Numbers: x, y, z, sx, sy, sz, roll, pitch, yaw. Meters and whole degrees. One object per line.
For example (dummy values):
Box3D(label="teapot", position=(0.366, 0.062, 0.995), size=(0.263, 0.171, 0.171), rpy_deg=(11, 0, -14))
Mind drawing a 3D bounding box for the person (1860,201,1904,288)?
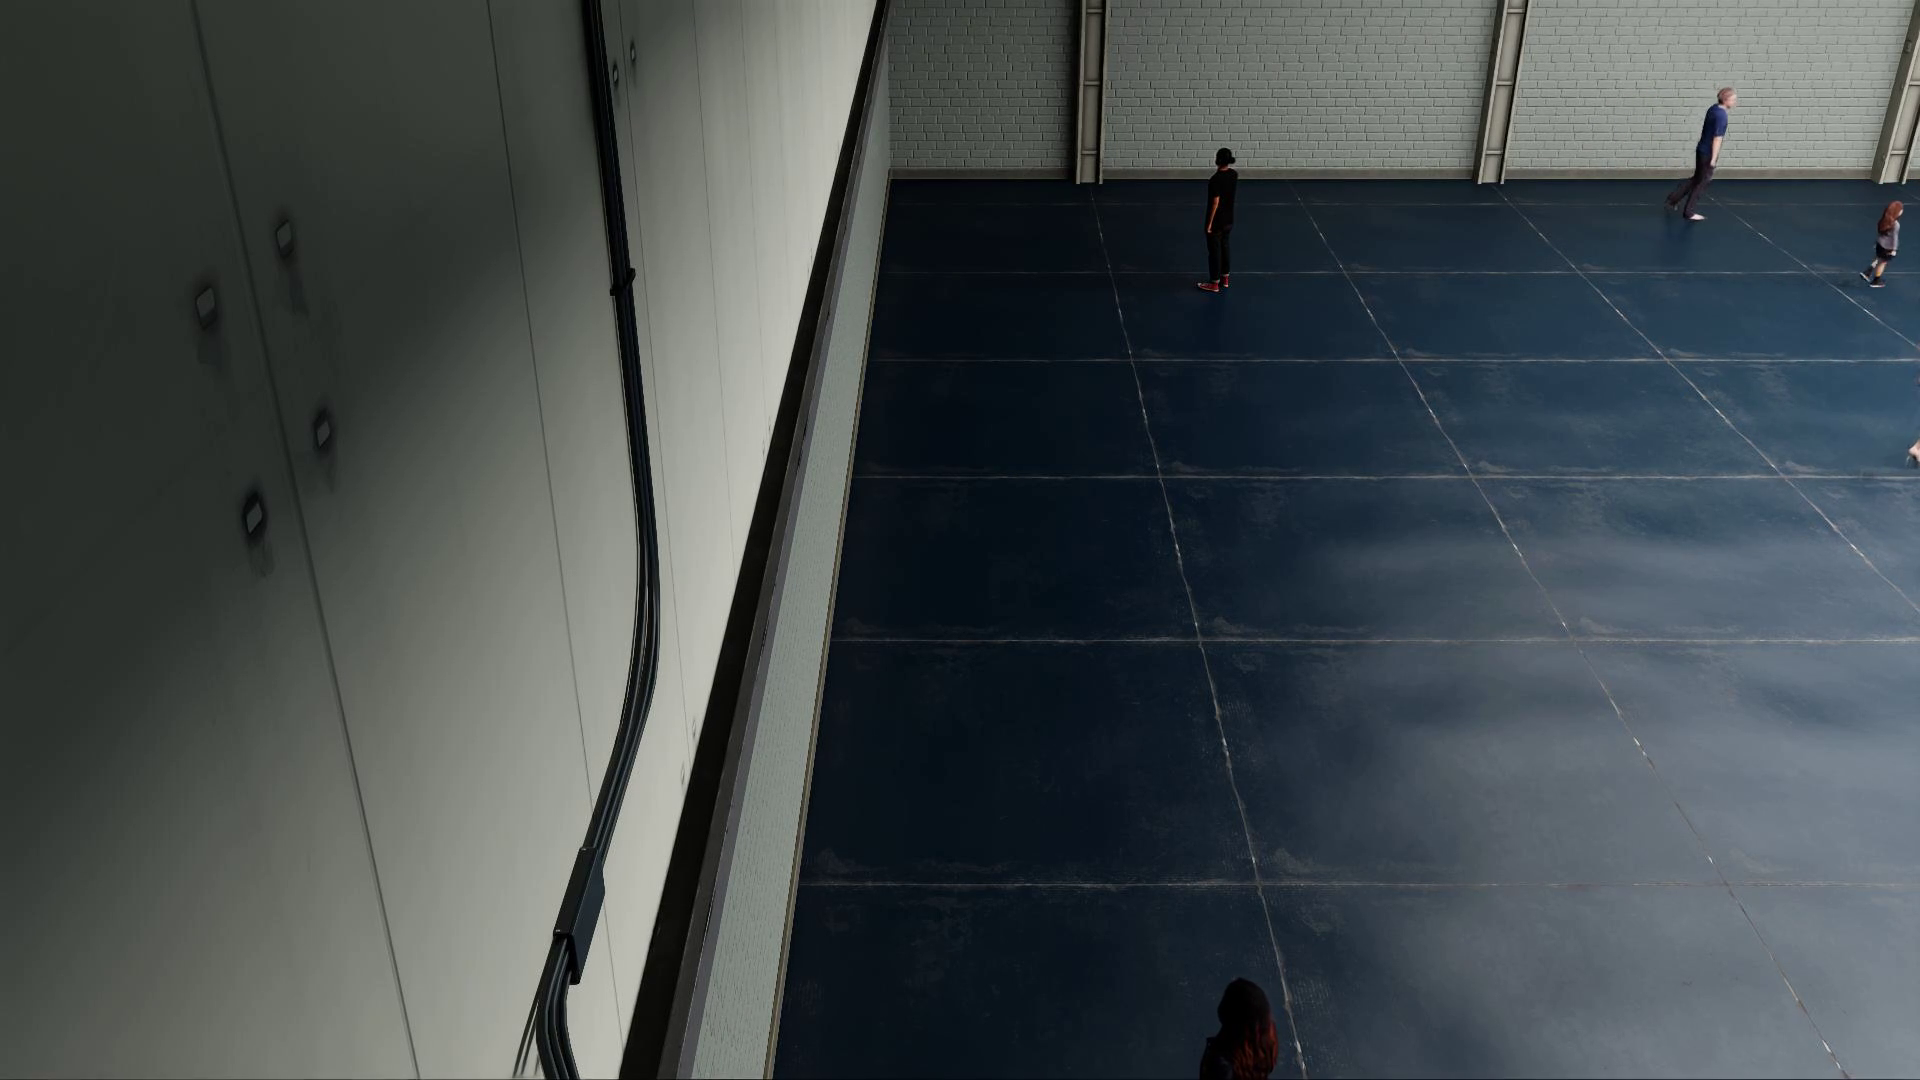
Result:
Box3D(label="person", position=(11.385, -3.654, 20.538), size=(0.531, 1.099, 0.476), rpy_deg=(0, 28, 1))

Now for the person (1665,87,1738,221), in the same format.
Box3D(label="person", position=(10.232, -5.308, 22.856), size=(0.864, 1.838, 0.785), rpy_deg=(-1, 28, -2))

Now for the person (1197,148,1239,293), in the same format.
Box3D(label="person", position=(3.184, -3.928, 20.350), size=(0.777, 1.758, 0.725), rpy_deg=(23, 36, 36))

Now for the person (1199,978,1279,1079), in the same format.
Box3D(label="person", position=(1.316, 2.749, 7.944), size=(0.778, 1.634, 0.717), rpy_deg=(25, 37, 38))
